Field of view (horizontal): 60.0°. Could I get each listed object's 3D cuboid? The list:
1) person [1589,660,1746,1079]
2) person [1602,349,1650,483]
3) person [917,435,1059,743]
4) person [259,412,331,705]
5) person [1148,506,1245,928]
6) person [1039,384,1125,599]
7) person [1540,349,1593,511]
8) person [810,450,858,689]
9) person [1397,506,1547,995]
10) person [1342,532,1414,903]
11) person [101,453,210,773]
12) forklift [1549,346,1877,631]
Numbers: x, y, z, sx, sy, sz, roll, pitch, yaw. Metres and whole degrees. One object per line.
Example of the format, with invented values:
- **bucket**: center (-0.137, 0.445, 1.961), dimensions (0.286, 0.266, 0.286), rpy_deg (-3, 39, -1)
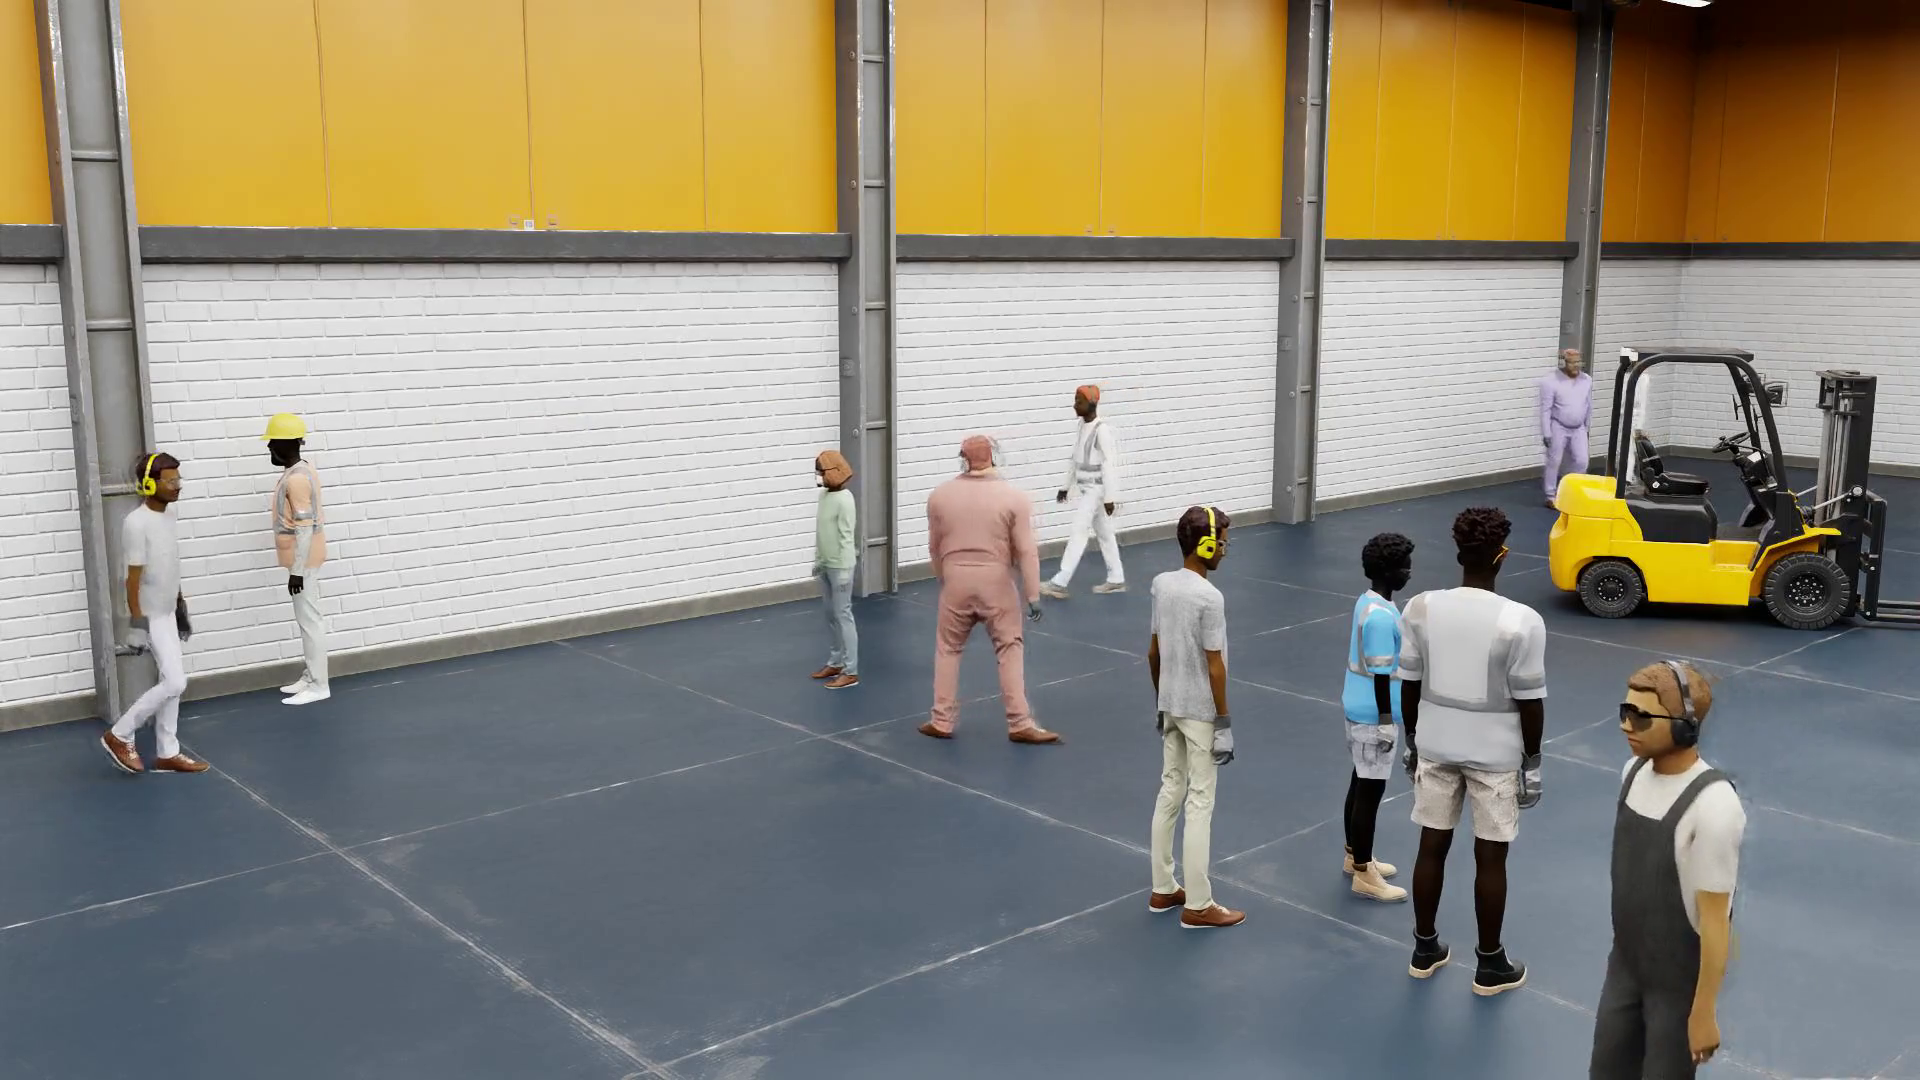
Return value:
- **person**: center (2.082, 1.231, 4.769), dimensions (0.681, 1.823, 0.523), rpy_deg (-2, 10, -9)
- **person**: center (8.077, -1.414, 20.123), dimensions (0.444, 1.872, 0.583), rpy_deg (-4, 11, -24)
- **person**: center (0.197, 0.306, 10.066), dimensions (0.887, 1.876, 0.393), rpy_deg (3, 10, 15)
- **person**: center (-4.366, 0.121, 10.964), dimensions (0.368, 1.928, 0.585), rpy_deg (-4, 10, -21)
- **person**: center (1.032, 0.772, 7.339), dimensions (0.328, 1.865, 0.521), rpy_deg (-5, 11, -28)
- **person**: center (1.037, -0.415, 14.358), dimensions (0.950, 1.841, 0.599), rpy_deg (-2, 10, -10)
- **person**: center (7.001, -1.252, 19.111), dimensions (0.689, 1.881, 0.706), rpy_deg (-2, 10, -9)
- **person**: center (-0.865, 0.194, 11.412), dimensions (0.282, 1.628, 0.516), rpy_deg (-5, 11, -25)
- **person**: center (2.049, 0.835, 6.665), dimensions (0.608, 1.966, 0.365), rpy_deg (8, 13, 40)
- **person**: center (1.926, 0.800, 7.669), dimensions (0.318, 1.696, 0.532), rpy_deg (1, 10, 7)
- **person**: center (-4.554, 0.428, 9.380), dimensions (0.452, 1.854, 0.528), rpy_deg (-1, 10, -6)
- **forklift**: center (6.109, -0.478, 13.691), dimensions (2.313, 2.155, 1.214), rpy_deg (3, 10, 16)
